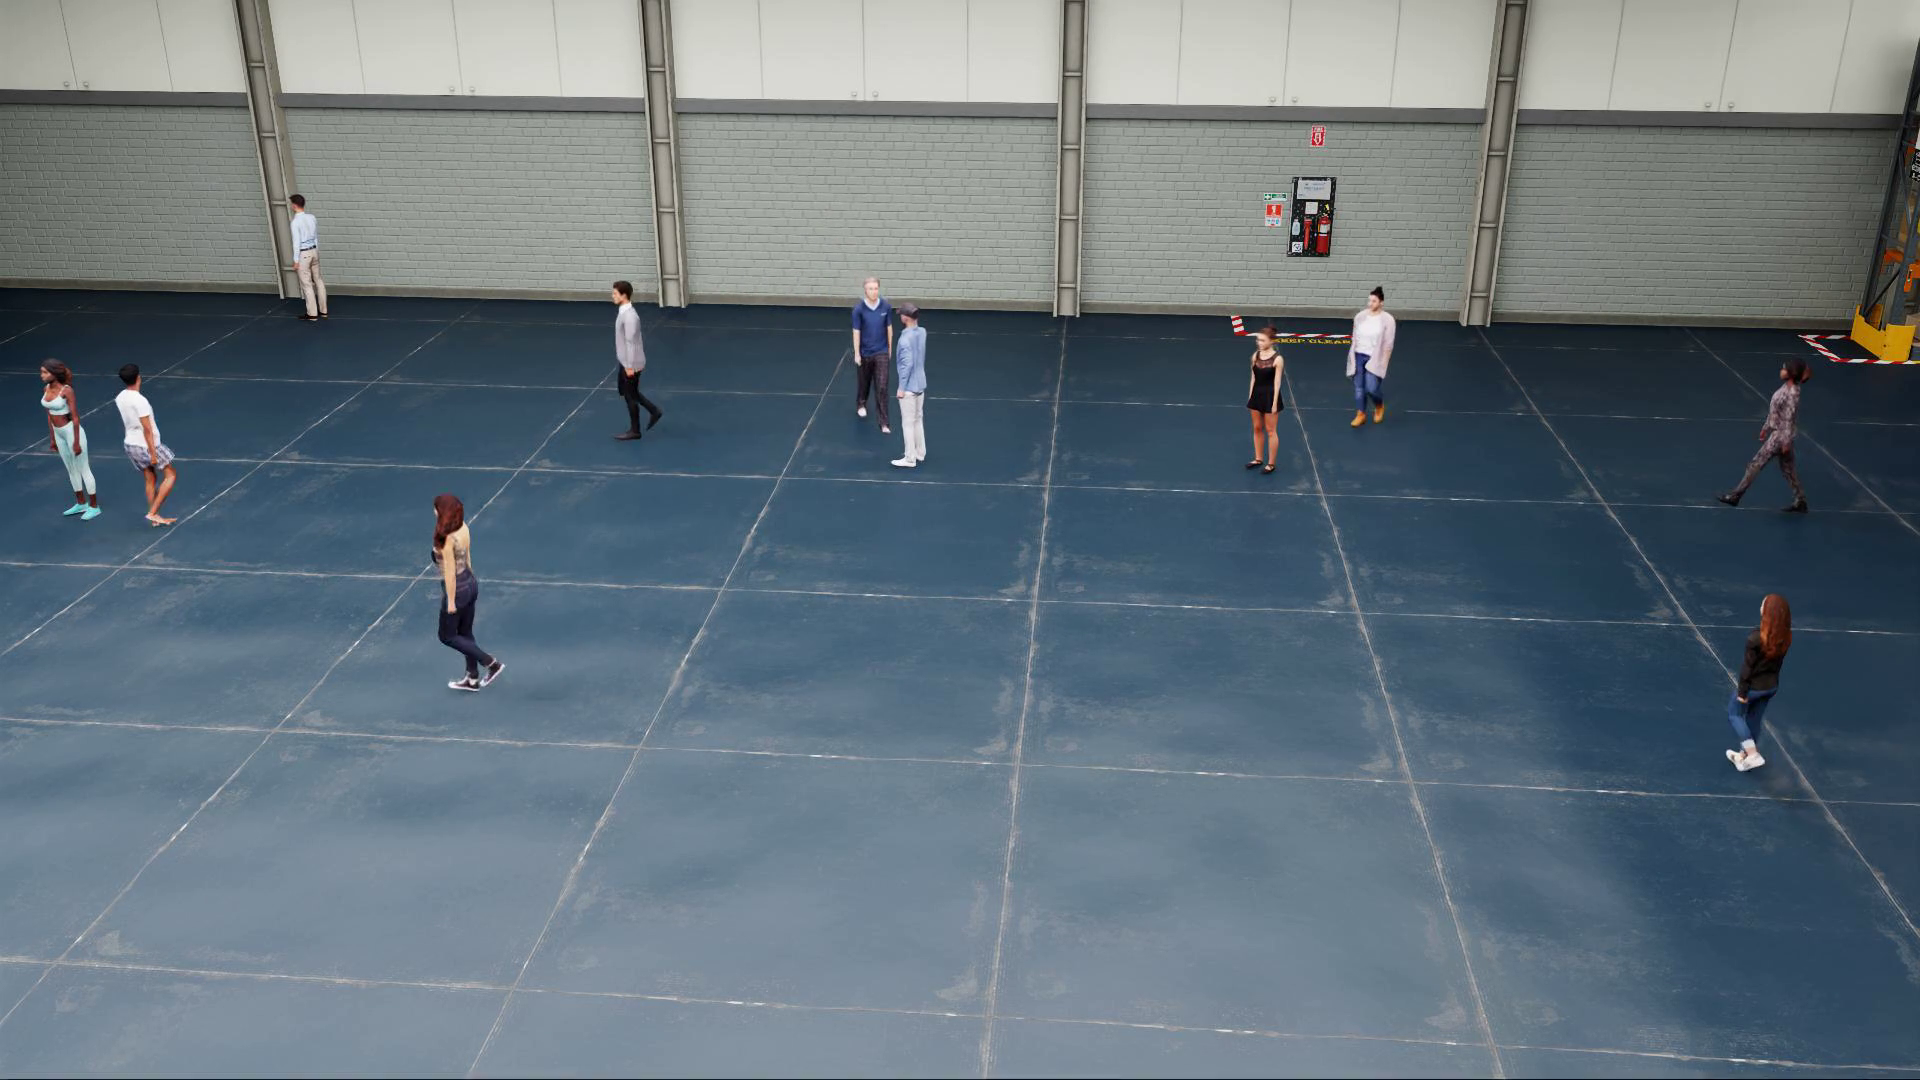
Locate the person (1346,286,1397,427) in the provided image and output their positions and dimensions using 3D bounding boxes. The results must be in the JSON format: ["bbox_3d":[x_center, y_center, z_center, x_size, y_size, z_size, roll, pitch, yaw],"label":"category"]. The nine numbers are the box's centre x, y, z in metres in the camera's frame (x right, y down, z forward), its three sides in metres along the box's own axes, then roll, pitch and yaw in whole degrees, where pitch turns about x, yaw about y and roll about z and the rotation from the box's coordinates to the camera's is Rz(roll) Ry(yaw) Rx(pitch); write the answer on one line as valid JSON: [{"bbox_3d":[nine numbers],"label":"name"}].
[{"bbox_3d":[4.966,-2.203,19.962,0.857,1.731,0.919,20,30,39],"label":"person"}]

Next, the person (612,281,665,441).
[{"bbox_3d":[-3.772,-2.101,19.492,1.015,1.910,0.925,-7,24,-16],"label":"person"}]

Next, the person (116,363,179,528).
[{"bbox_3d":[-8.409,-0.924,16.986,0.748,1.705,0.831,17,28,34],"label":"person"}]

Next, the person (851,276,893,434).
[{"bbox_3d":[-1.085,-2.248,19.958,1.261,1.816,1.011,-6,24,-13],"label":"person"}]

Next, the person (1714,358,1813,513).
[{"bbox_3d":[8.626,-1.033,17.298,1.210,1.661,0.807,8,24,18],"label":"person"}]

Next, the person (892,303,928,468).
[{"bbox_3d":[-0.545,-1.751,18.704,0.703,1.884,0.728,11,25,24],"label":"person"}]

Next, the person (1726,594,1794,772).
[{"bbox_3d":[6.044,1.109,12.503,0.700,1.473,0.747,-7,24,-16],"label":"person"}]

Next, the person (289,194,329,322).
[{"bbox_3d":[-9.580,-4.147,24.387,0.703,1.845,0.715,9,25,20],"label":"person"}]

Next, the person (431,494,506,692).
[{"bbox_3d":[-4.025,0.457,13.668,0.723,1.761,0.614,2,23,5],"label":"person"}]

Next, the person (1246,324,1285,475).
[{"bbox_3d":[3.422,-1.586,18.573,0.758,1.682,0.695,-19,29,-37],"label":"person"}]

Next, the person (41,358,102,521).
[{"bbox_3d":[-9.256,-1.060,17.283,0.583,1.724,0.696,11,26,25],"label":"person"}]
